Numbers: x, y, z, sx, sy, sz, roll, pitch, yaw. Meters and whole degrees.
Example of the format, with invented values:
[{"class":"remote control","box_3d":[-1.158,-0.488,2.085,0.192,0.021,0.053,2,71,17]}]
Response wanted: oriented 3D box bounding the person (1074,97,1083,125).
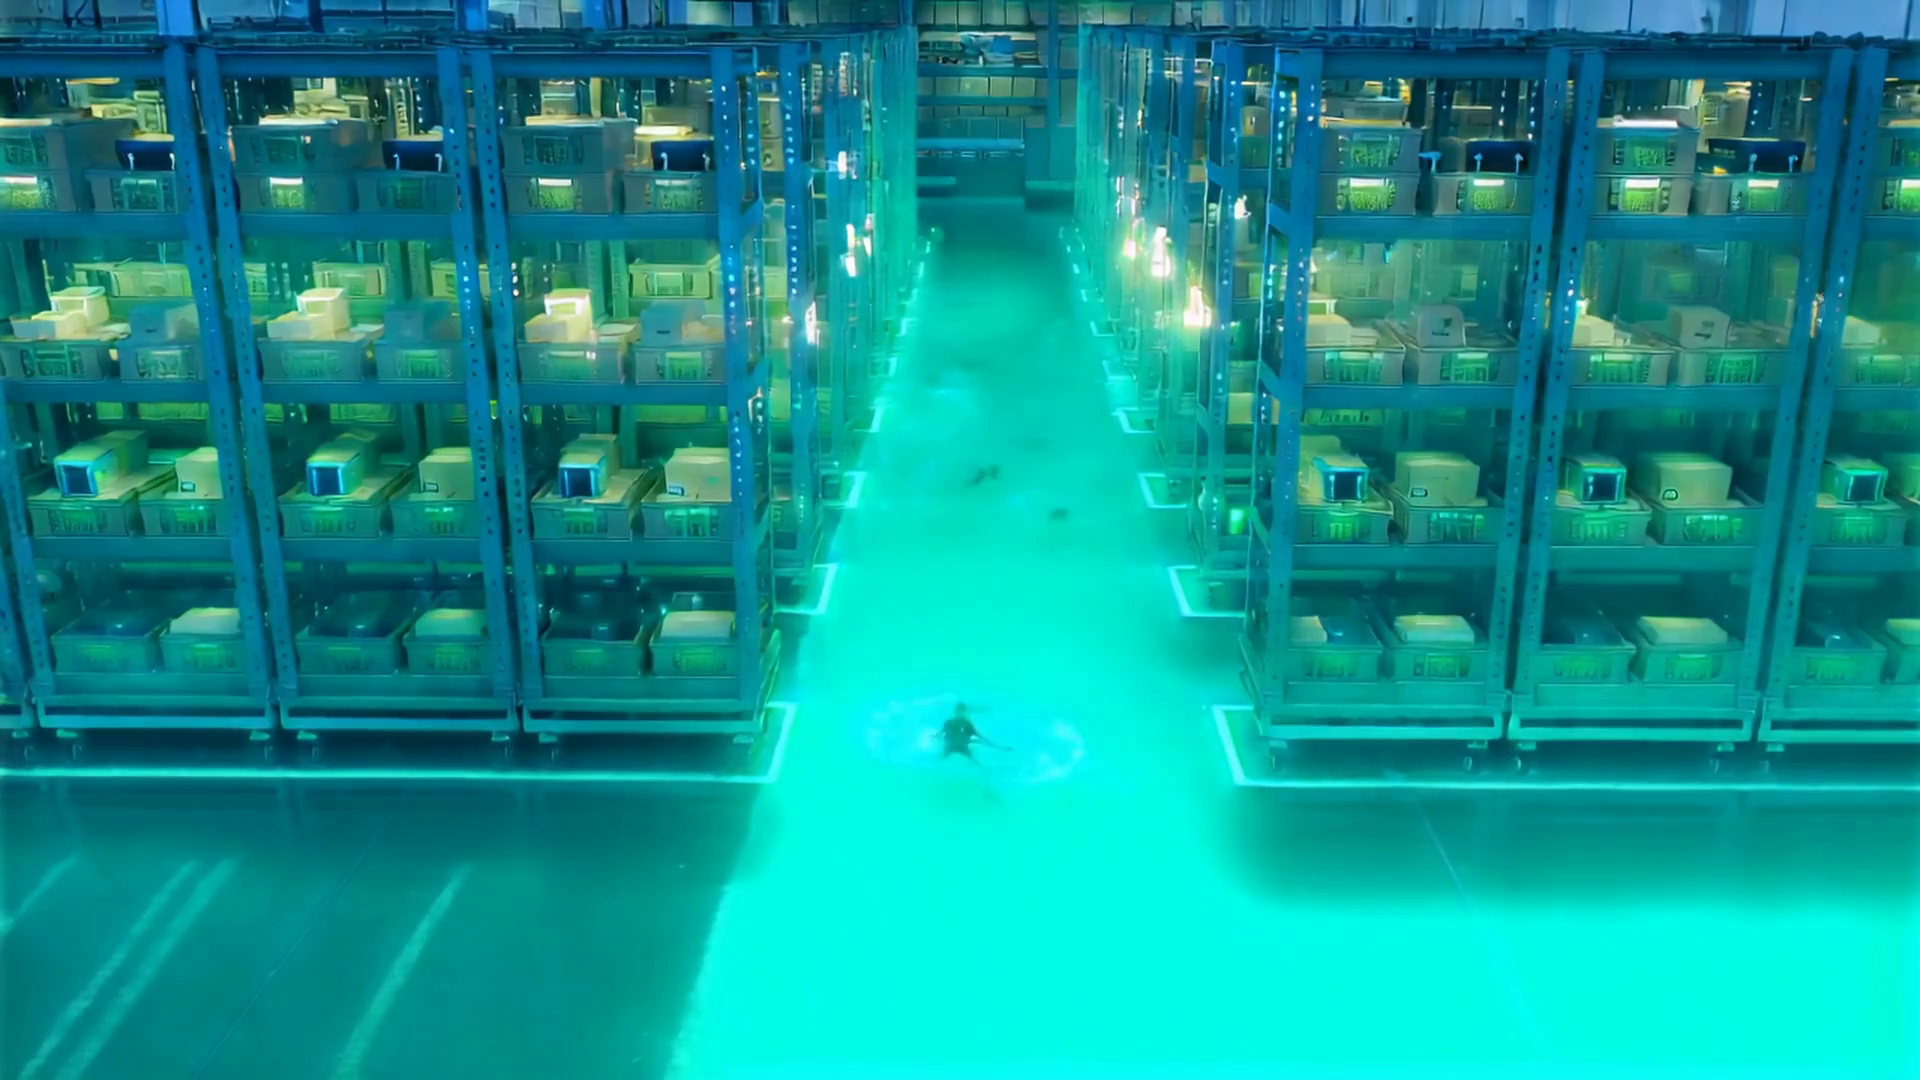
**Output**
[{"class":"person","box_3d":[3.153,-10.595,42.937,0.404,1.945,0.615,-13,22,-36]}]
